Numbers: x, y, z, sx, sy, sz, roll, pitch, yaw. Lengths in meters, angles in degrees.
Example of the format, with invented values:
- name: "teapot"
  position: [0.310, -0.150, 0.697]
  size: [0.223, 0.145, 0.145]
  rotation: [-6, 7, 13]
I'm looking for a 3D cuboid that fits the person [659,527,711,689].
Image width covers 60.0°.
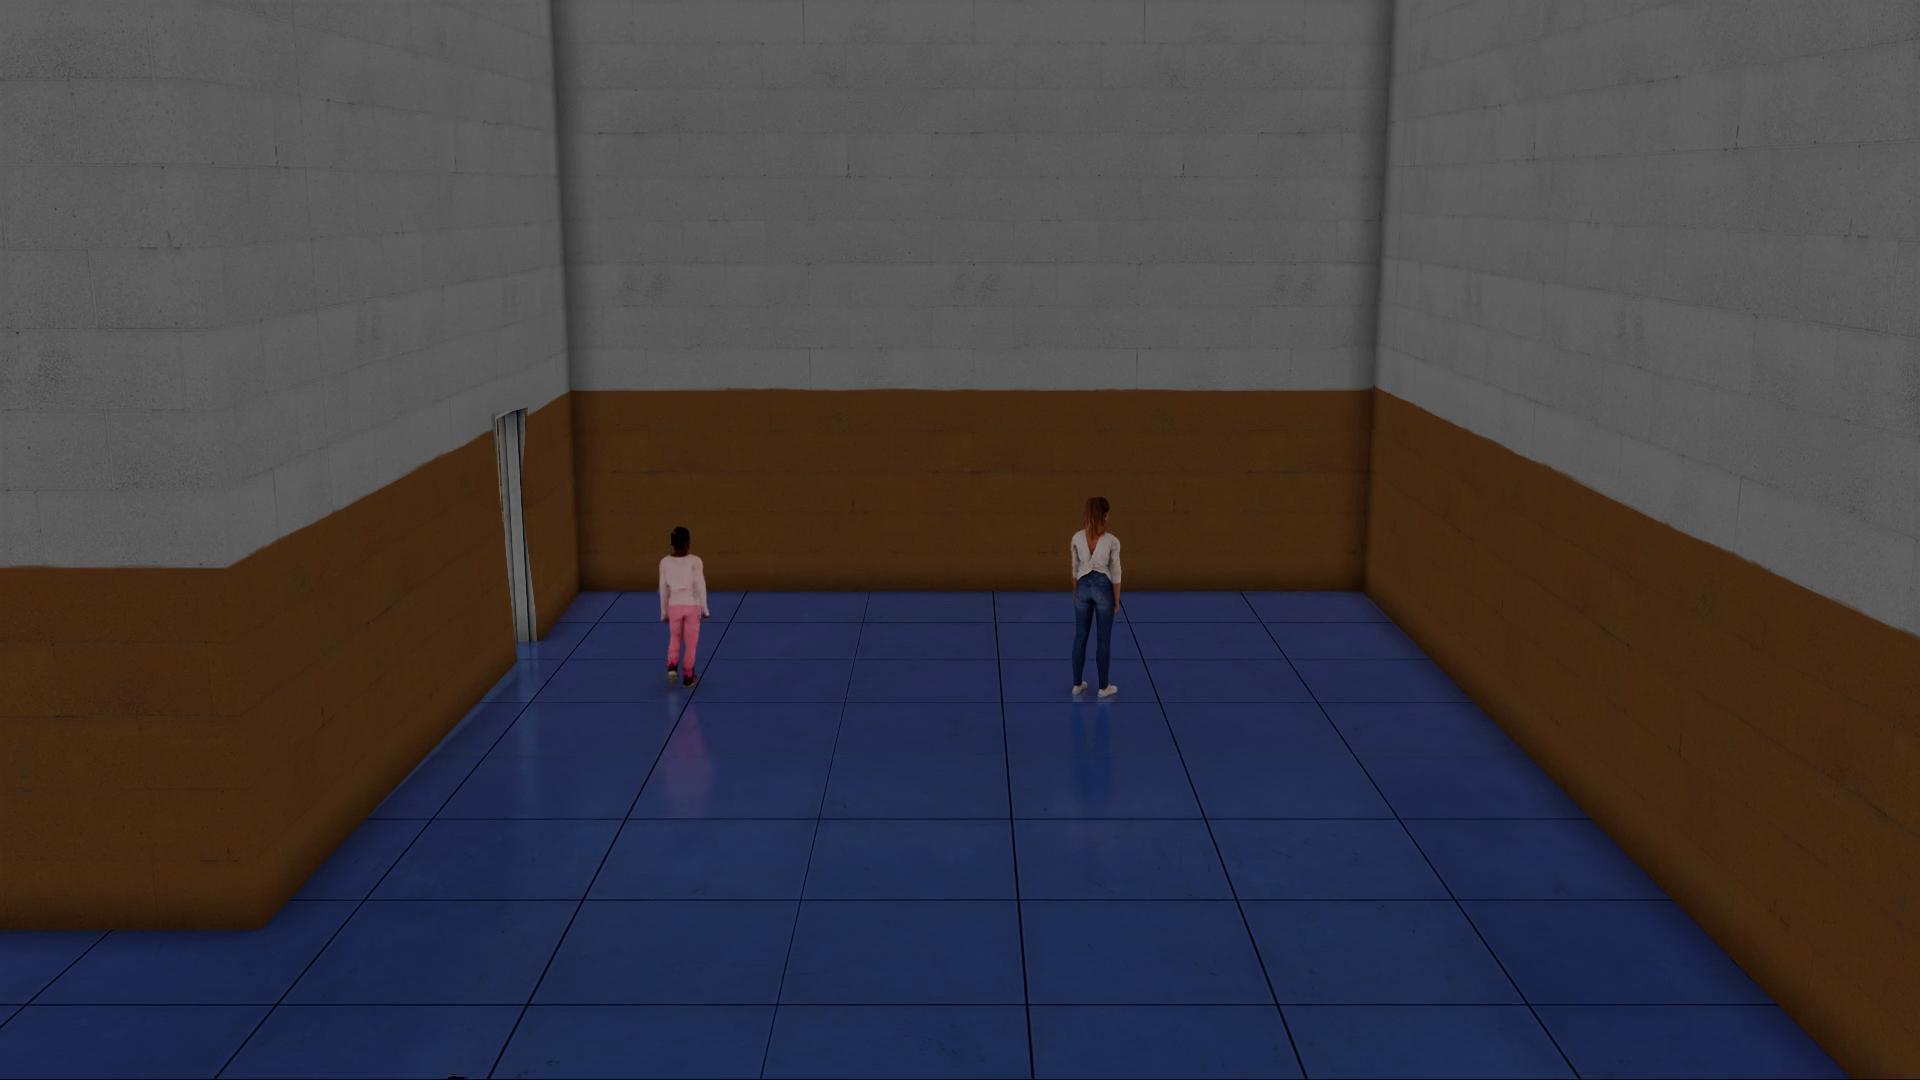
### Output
- name: "person"
  position: [-2.391, 0.589, 14.314]
  size: [0.616, 1.434, 0.661]
  rotation: [2, 12, 8]

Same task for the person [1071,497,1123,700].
- name: "person"
  position: [1.144, 0.478, 14.138]
  size: [0.594, 1.725, 0.731]
  rotation: [5, 13, 23]
